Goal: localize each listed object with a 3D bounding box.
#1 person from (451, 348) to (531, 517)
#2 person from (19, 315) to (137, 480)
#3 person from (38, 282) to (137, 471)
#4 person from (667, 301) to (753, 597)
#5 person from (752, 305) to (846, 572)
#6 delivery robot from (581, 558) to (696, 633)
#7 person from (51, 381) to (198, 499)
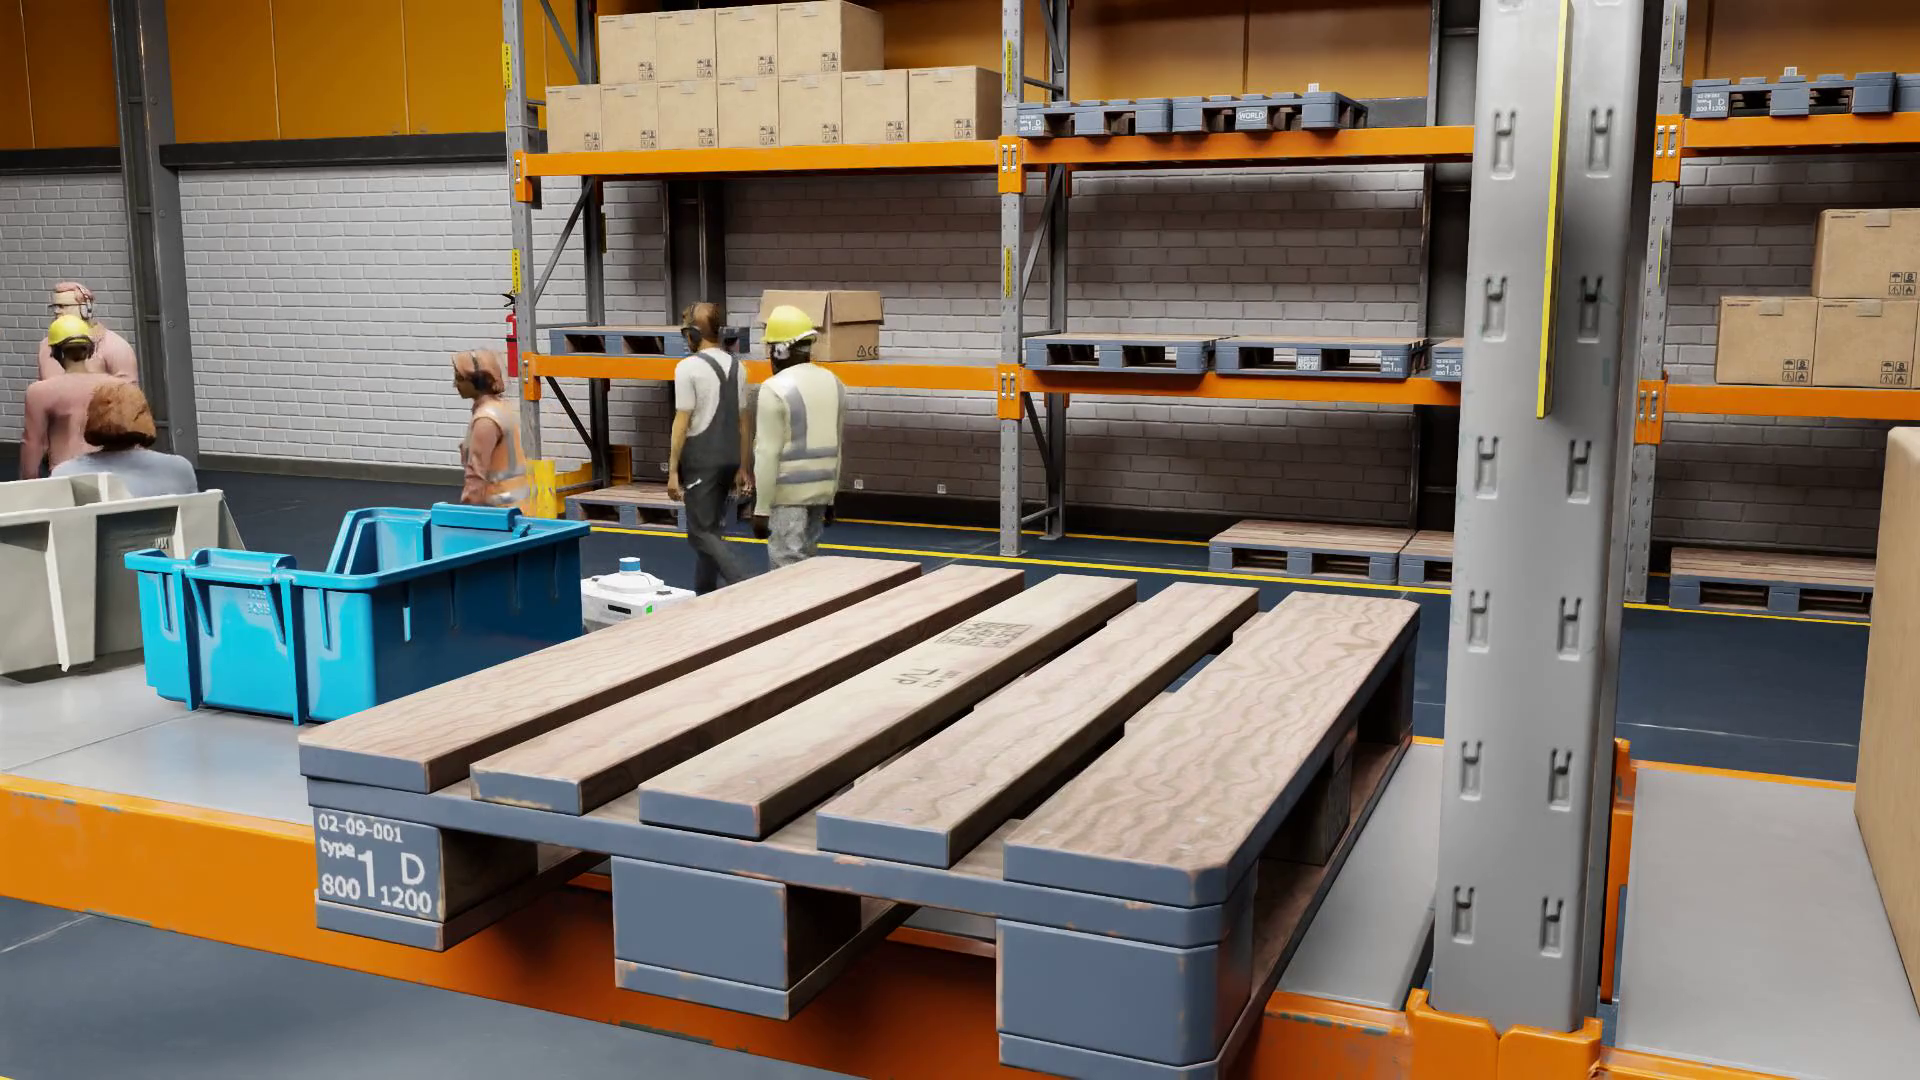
[{"bbox_3d":[-2.254,-0.092,7.860,0.487,1.622,0.518,-3,10,-17],"label":"person"},{"bbox_3d":[-4.726,-0.319,8.879,0.805,1.732,0.544,7,12,38],"label":"person"},{"bbox_3d":[-5.206,-0.569,9.881,0.646,1.908,0.408,2,10,12],"label":"person"},{"bbox_3d":[-1.299,-0.382,9.063,0.749,1.820,0.570,6,11,34],"label":"person"},{"bbox_3d":[-0.804,-0.233,8.170,0.539,1.838,0.599,6,11,32],"label":"person"},{"bbox_3d":[-1.630,0.331,8.250,0.707,0.478,0.477,8,13,40],"label":"delivery robot"},{"bbox_3d":[-3.100,0.199,6.246,0.502,1.582,0.902,-2,10,-10],"label":"person"}]
